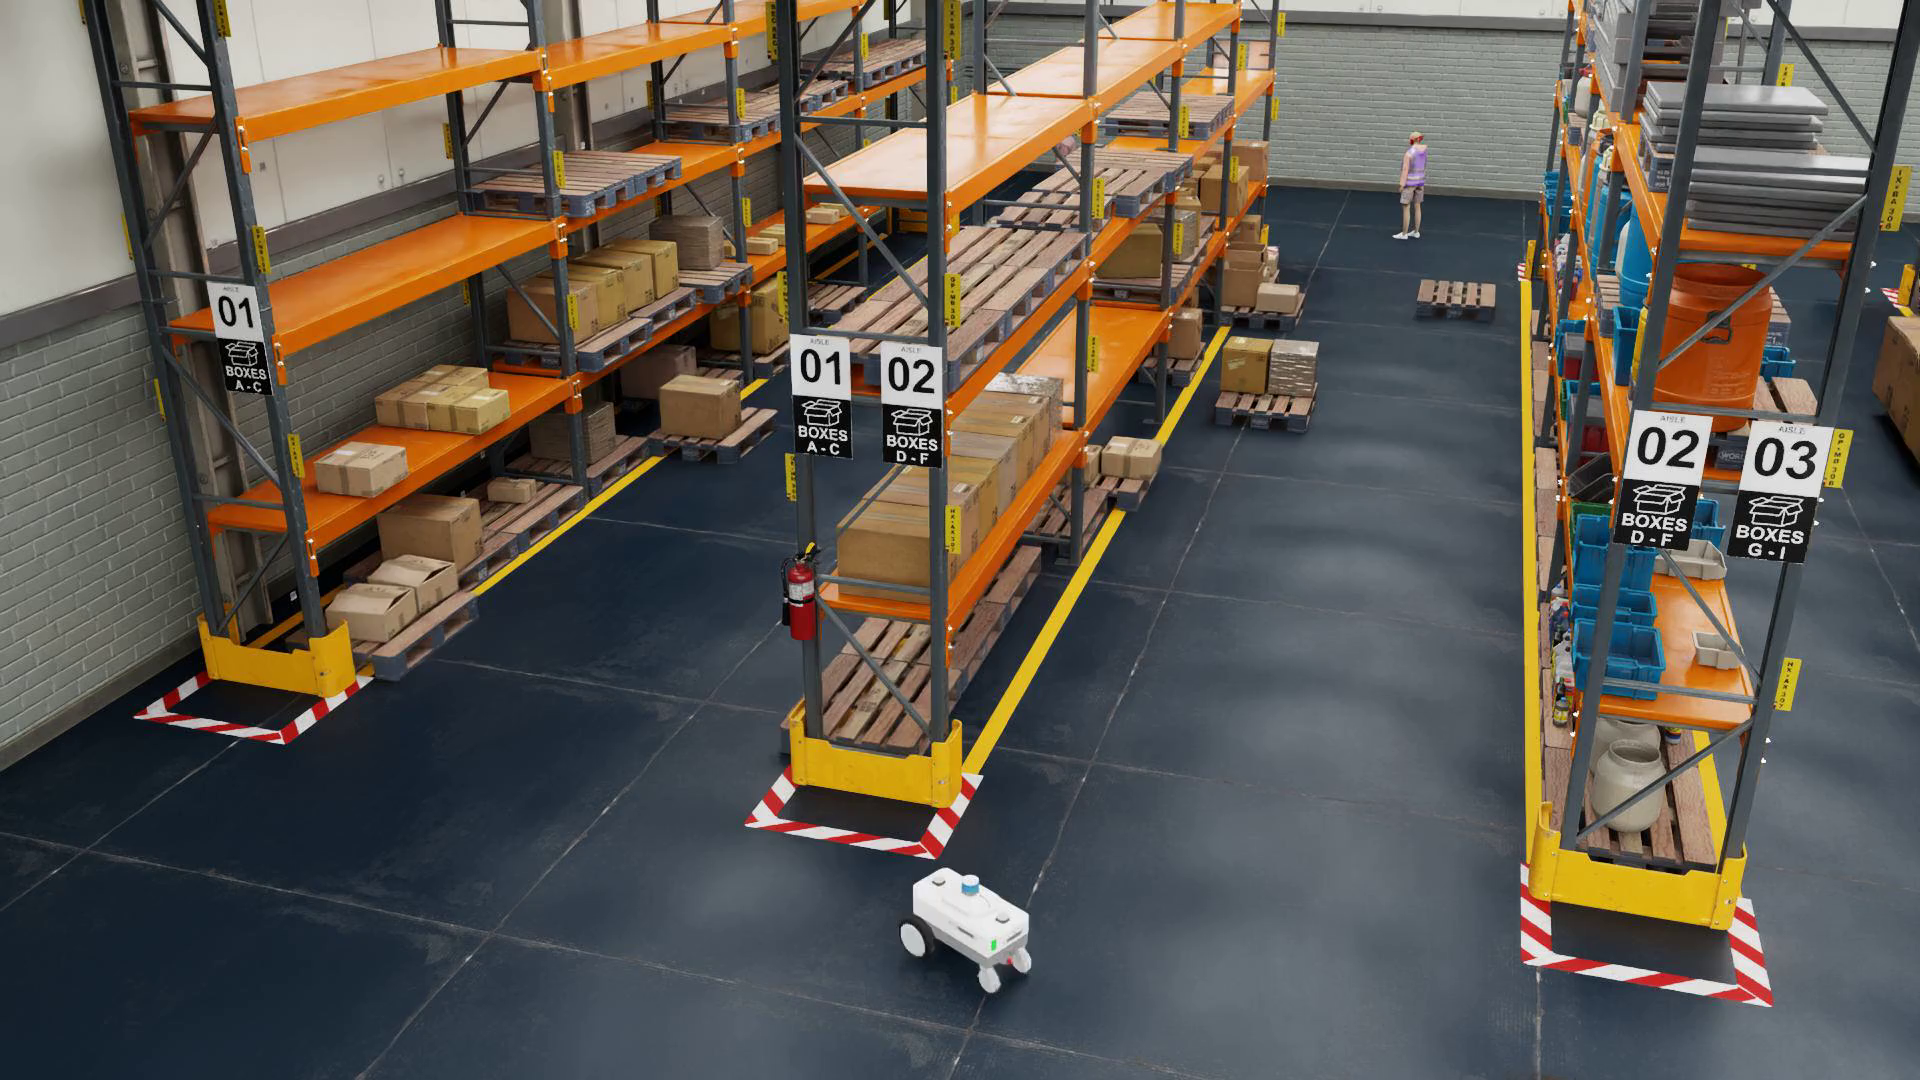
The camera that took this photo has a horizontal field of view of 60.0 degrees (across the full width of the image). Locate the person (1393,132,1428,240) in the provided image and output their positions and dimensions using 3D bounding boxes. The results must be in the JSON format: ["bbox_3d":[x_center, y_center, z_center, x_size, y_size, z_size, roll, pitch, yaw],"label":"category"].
[{"bbox_3d":[7.185,-5.623,26.421,0.489,1.688,0.350,-14,27,-29],"label":"person"}]

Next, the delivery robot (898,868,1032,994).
[{"bbox_3d":[0.061,2.220,9.654,0.769,0.587,0.499,21,31,40],"label":"delivery robot"}]

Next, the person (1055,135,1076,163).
[{"bbox_3d":[1.709,-5.911,26.944,0.336,1.801,0.524,8,25,18],"label":"person"}]
